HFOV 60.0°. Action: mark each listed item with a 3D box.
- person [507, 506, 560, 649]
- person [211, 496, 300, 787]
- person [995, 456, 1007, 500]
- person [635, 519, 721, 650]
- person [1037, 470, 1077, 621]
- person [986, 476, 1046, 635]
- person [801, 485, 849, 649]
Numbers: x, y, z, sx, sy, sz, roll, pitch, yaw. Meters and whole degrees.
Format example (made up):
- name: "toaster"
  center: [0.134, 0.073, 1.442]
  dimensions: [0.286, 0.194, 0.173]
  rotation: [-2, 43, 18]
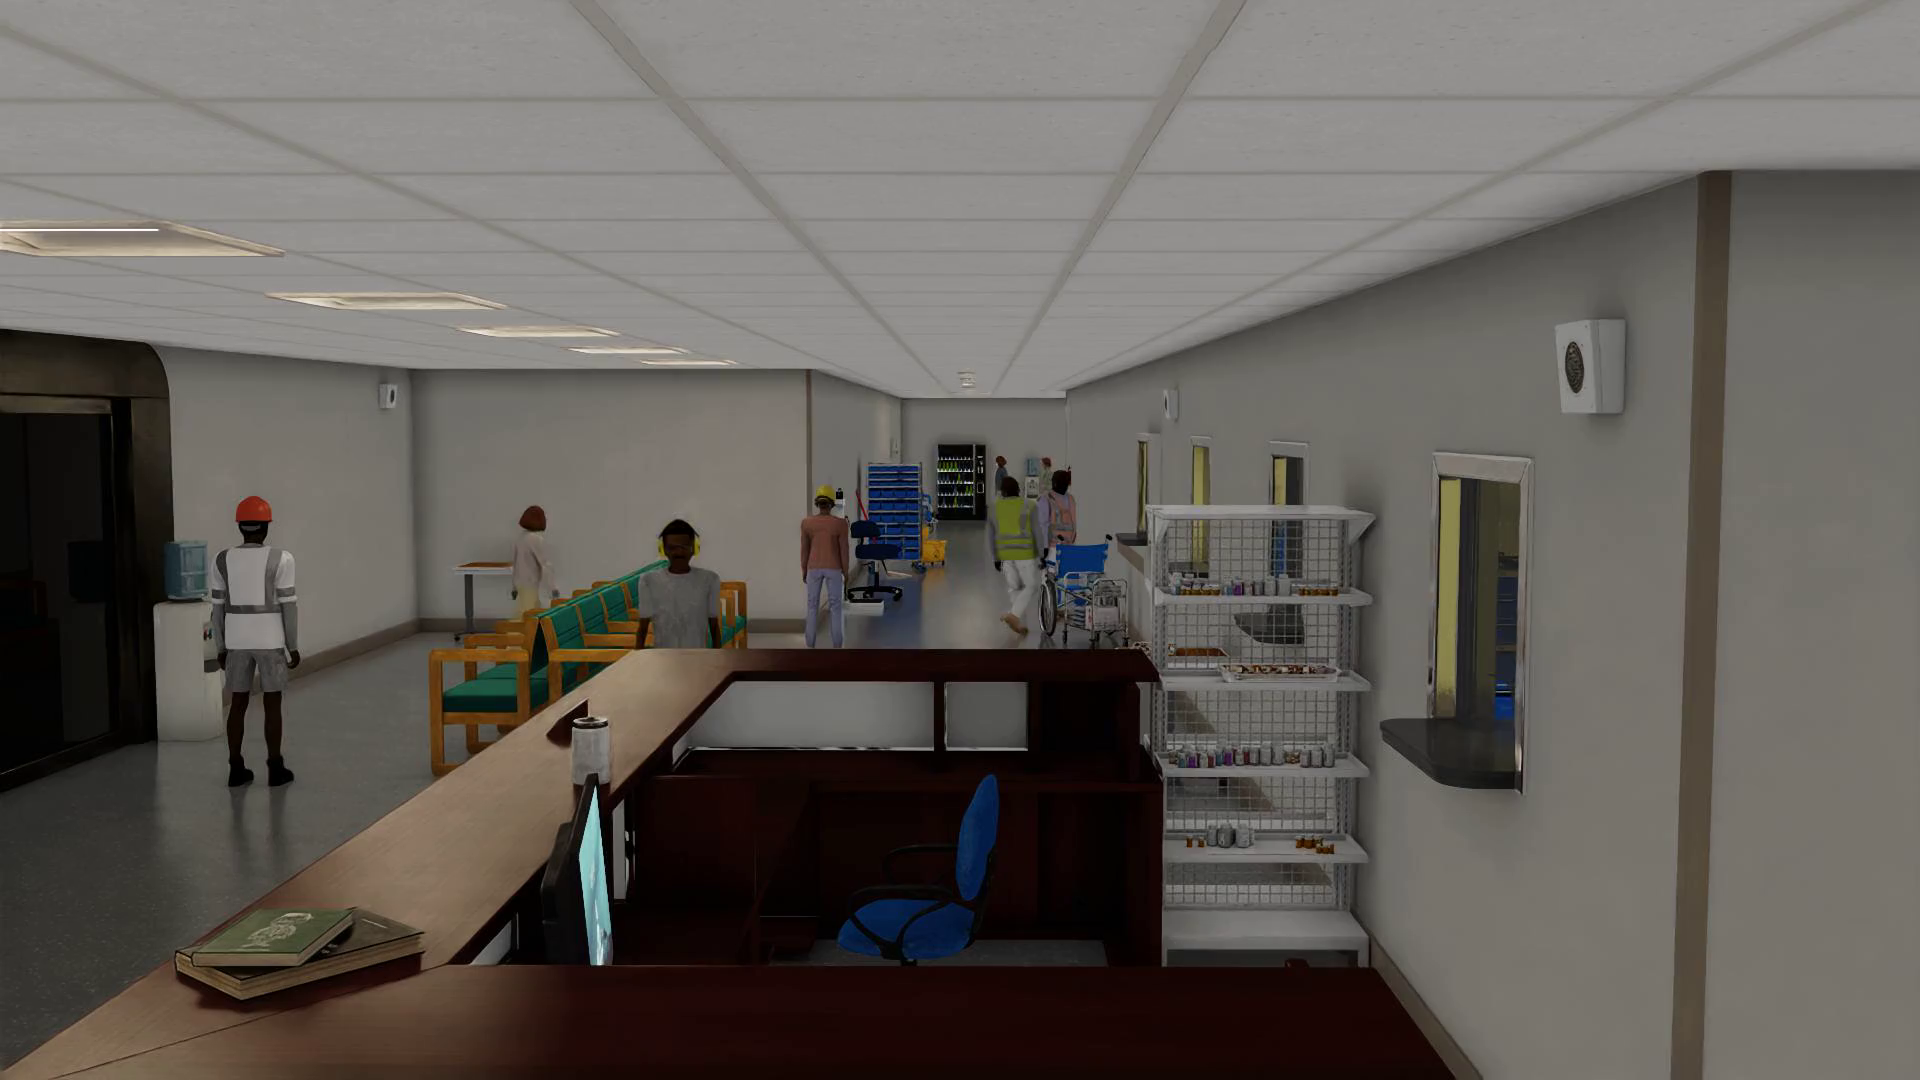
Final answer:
- name: "person"
  center: [-4.089, 0.467, 16.179]
  dimensions: [0.829, 1.593, 0.505]
  rotation: [-3, 5, -34]
- name: "person"
  center: [-4.671, 0.673, 11.061]
  dimensions: [0.550, 1.930, 0.389]
  rotation: [0, 4, -1]
- name: "person"
  center: [0.935, -1.124, 38.282]
  dimensions: [0.285, 1.632, 0.498]
  rotation: [-2, 4, -21]
- name: "person"
  center: [-1.678, 0.798, 9.837]
  dimensions: [0.526, 1.843, 0.691]
  rotation: [0, 4, -5]
- name: "person"
  center: [1.204, 0.065, 20.204]
  dimensions: [0.429, 1.834, 0.634]
  rotation: [4, 5, 41]
- name: "person"
  center: [0.629, 0.188, 18.713]
  dimensions: [0.671, 1.805, 0.581]
  rotation: [2, 4, 25]
- name: "person"
  center: [-1.399, 0.313, 17.274]
  dimensions: [0.522, 1.758, 0.349]
  rotation: [1, 4, 9]
